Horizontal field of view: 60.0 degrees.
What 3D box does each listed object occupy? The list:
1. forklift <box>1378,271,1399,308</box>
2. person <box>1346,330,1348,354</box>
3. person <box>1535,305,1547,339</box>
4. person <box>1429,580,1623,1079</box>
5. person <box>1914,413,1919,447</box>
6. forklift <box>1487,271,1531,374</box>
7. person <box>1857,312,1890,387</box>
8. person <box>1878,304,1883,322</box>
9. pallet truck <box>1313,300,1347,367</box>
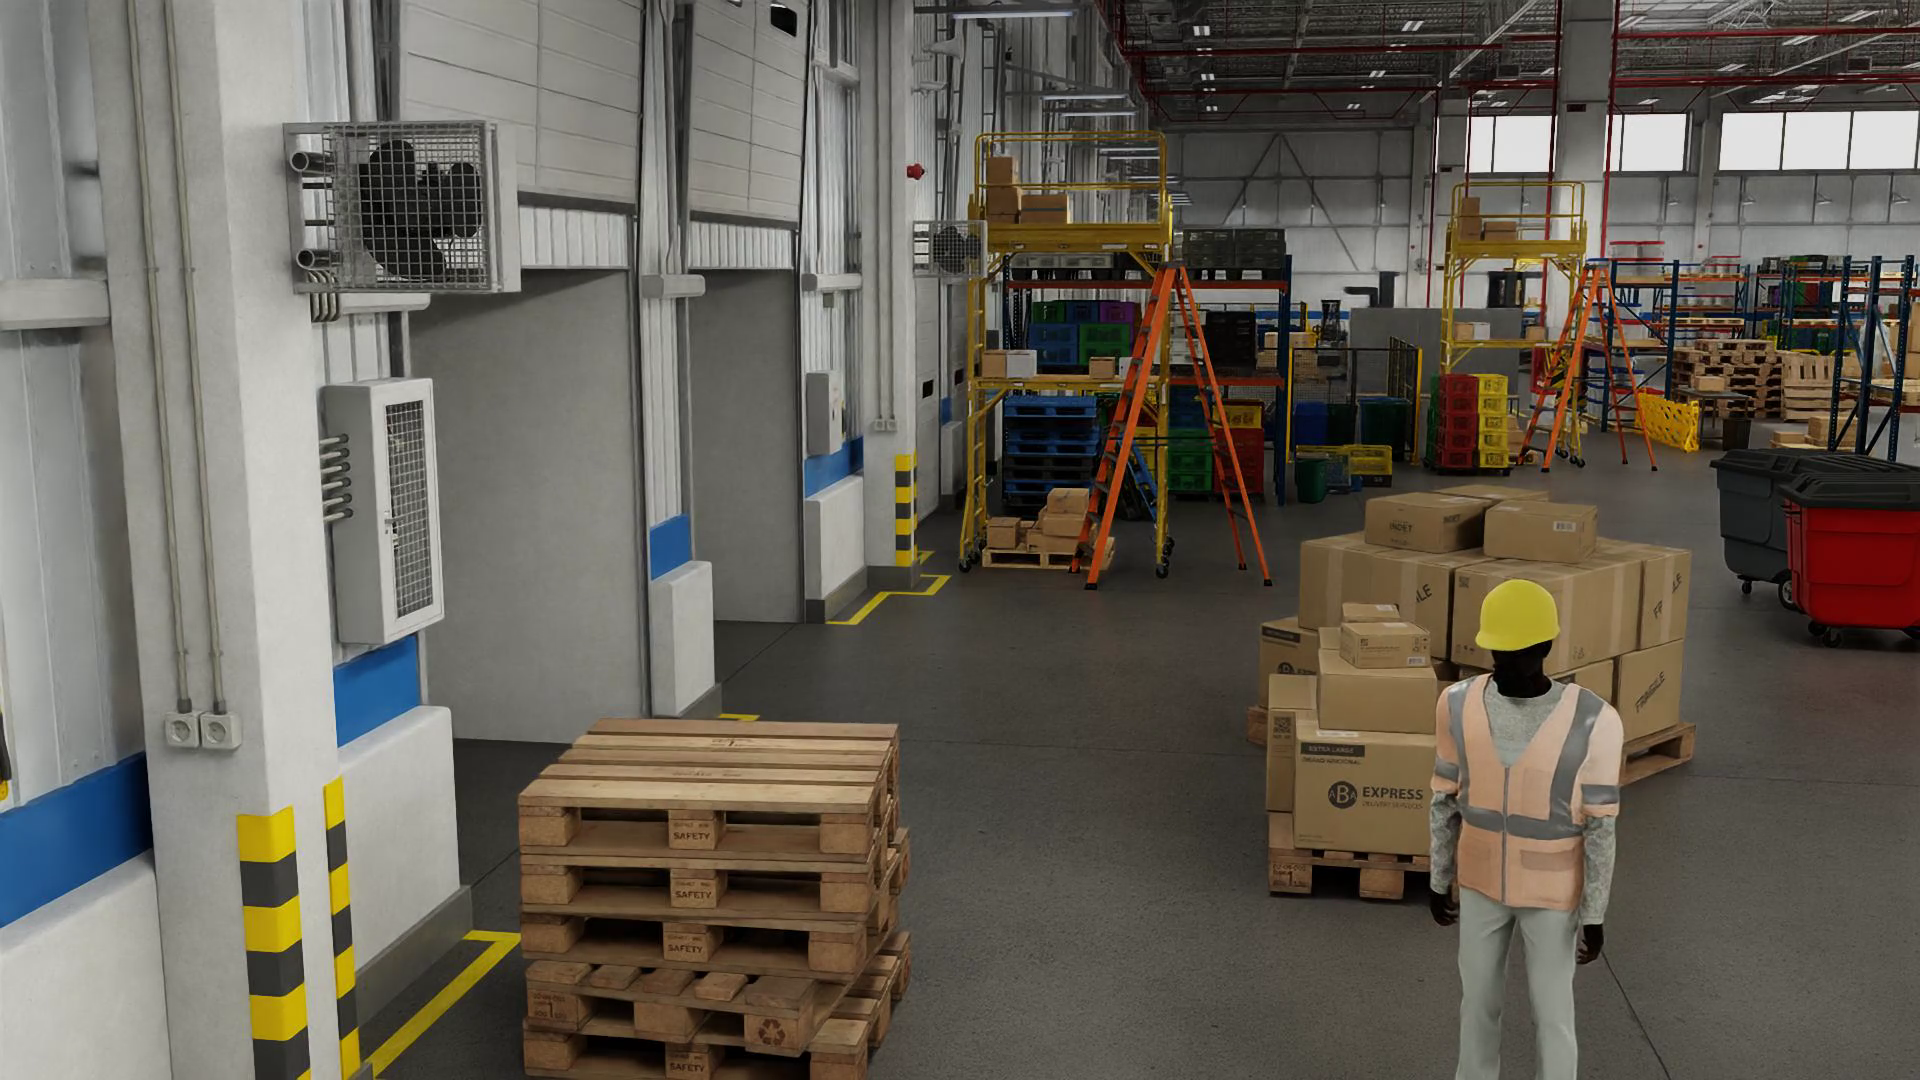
[{"bbox_3d":[10.763,-5.391,42.016,1.873,2.768,1.129,1,9,9],"label":"forklift"},{"bbox_3d":[9.120,-4.258,38.125,0.552,1.891,0.989,4,10,21],"label":"person"},{"bbox_3d":[15.831,-5.373,44.860,0.646,1.917,0.506,2,9,13],"label":"person"},{"bbox_3d":[1.723,1.064,5.171,0.586,1.918,0.398,7,12,38],"label":"person"},{"bbox_3d":[15.617,-2.343,26.744,0.322,1.737,0.487,9,13,44],"label":"person"},{"bbox_3d":[14.723,-5.934,45.367,1.873,2.768,1.129,-3,10,-16],"label":"forklift"},{"bbox_3d":[20.650,-4.203,37.631,0.632,1.932,0.374,9,13,43],"label":"person"},{"bbox_3d":[25.923,-5.758,47.280,0.874,1.914,0.559,-2,9,-10],"label":"person"},{"bbox_3d":[11.159,-6.200,49.718,0.823,1.965,1.885,4,10,26],"label":"pallet truck"}]
